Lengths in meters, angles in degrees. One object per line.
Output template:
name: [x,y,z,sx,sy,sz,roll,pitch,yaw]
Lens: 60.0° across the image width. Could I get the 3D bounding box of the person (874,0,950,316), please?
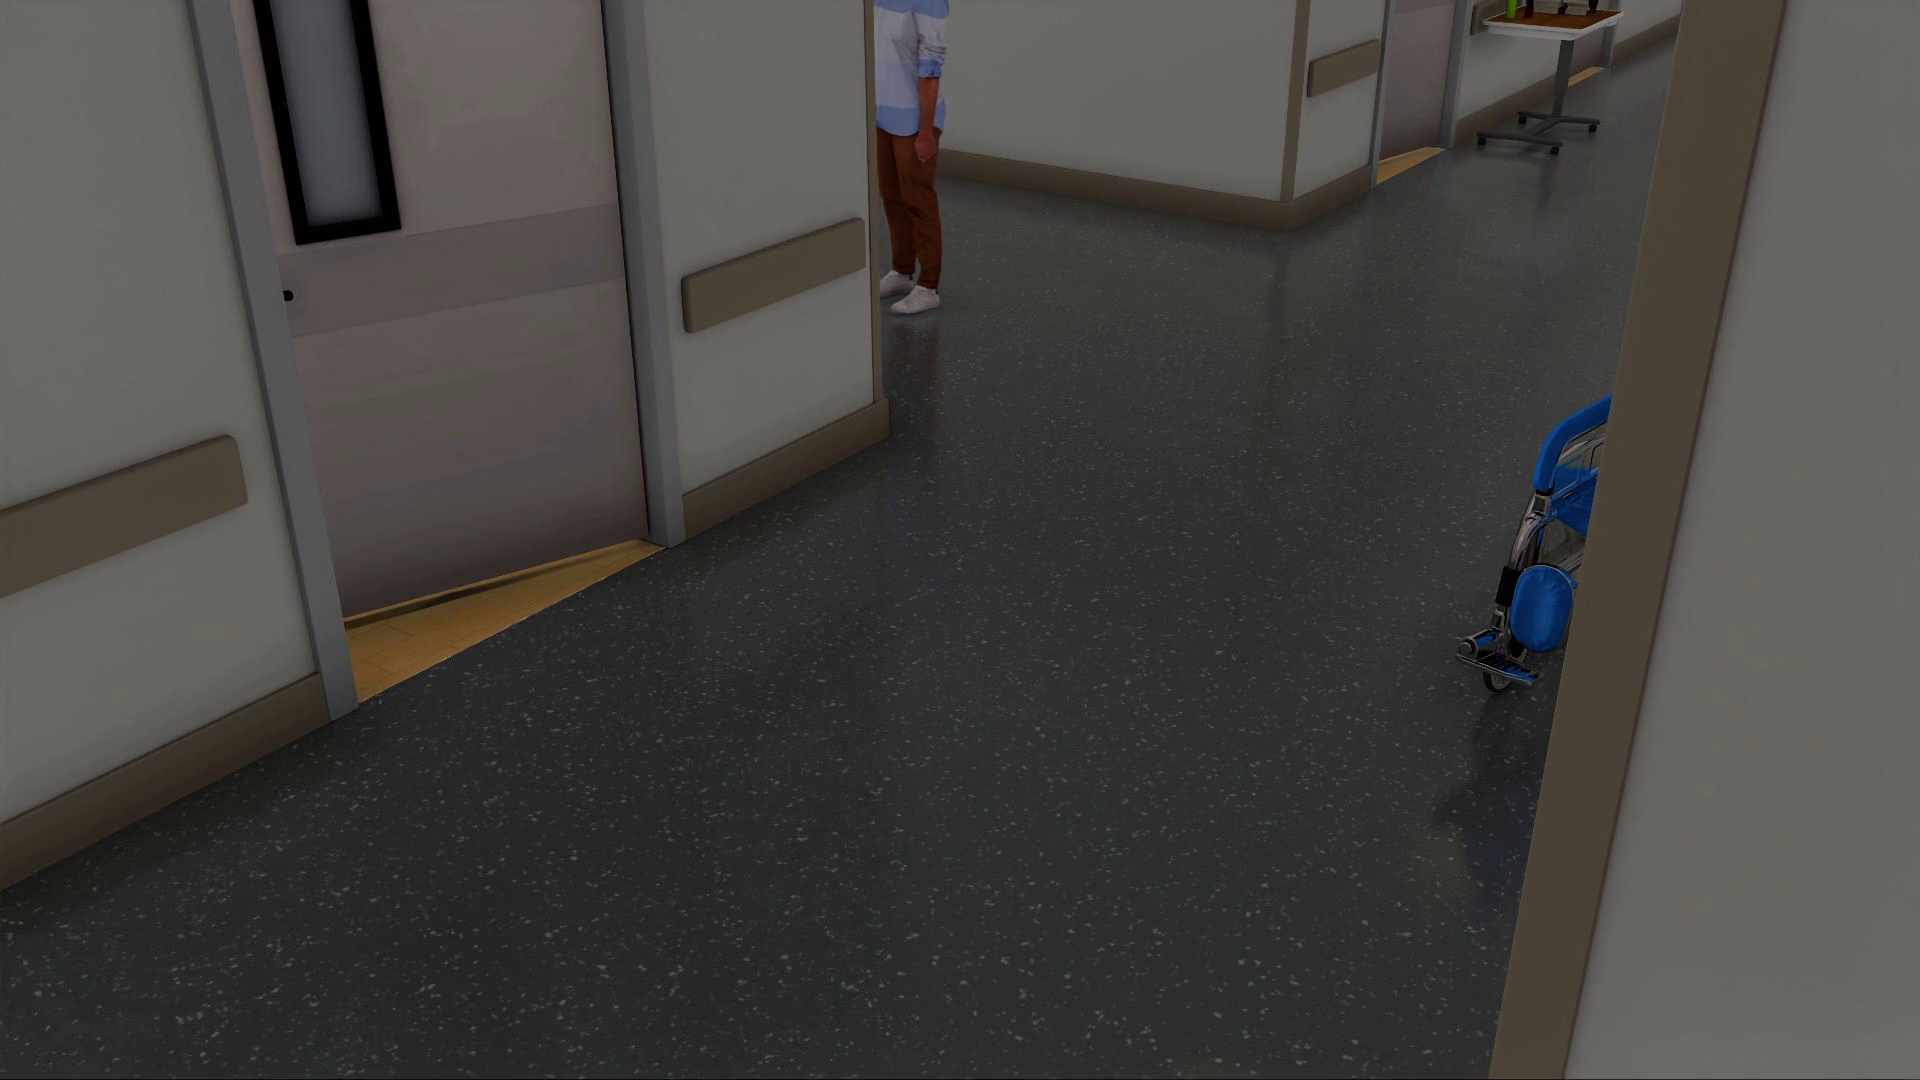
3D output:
person: [-0.247,-1.983,7.699,0.716,1.823,0.755,-16,30,-30]
